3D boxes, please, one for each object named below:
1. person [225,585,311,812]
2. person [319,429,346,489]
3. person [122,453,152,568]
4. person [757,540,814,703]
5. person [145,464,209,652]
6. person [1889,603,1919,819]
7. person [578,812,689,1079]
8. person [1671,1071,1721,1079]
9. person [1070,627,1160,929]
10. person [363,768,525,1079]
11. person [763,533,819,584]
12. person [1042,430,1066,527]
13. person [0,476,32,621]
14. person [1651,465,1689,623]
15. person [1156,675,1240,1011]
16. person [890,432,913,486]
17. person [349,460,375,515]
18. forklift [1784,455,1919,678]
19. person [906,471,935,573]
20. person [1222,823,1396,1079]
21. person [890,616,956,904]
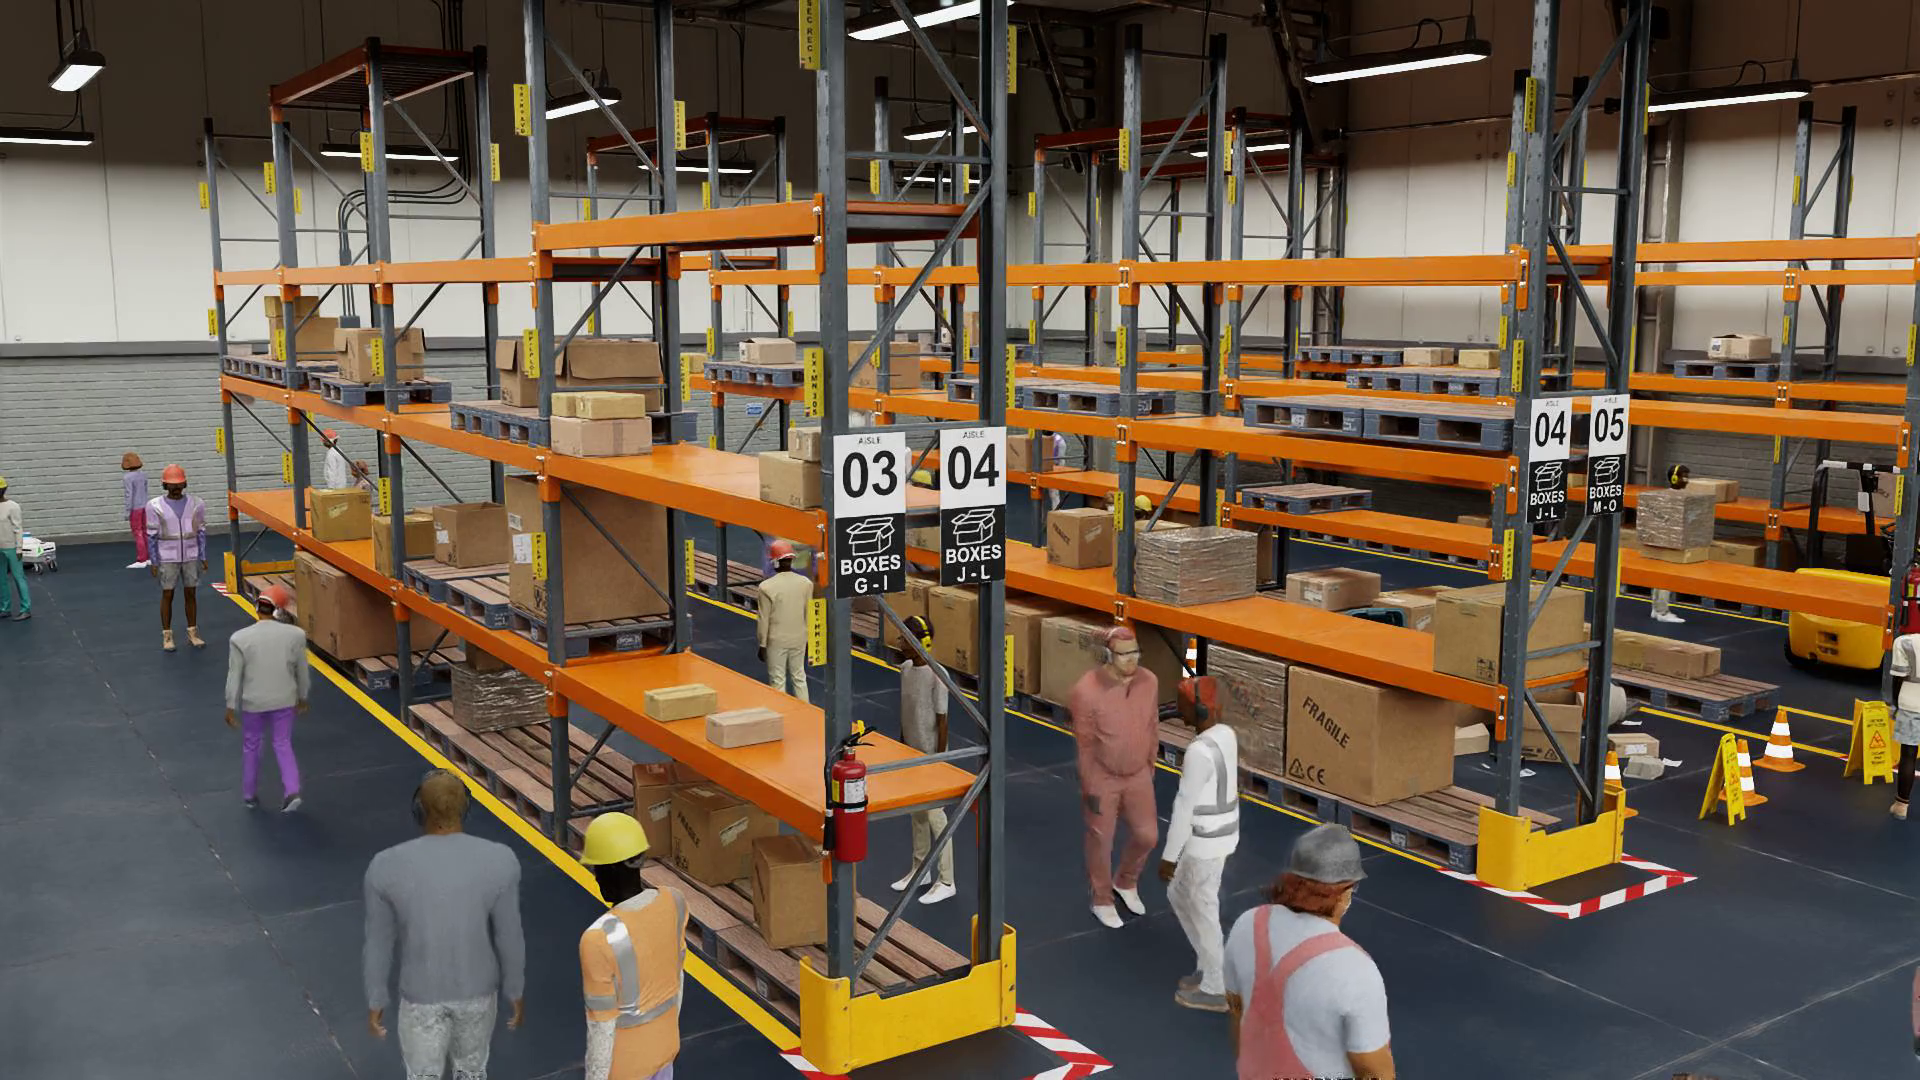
[{"bbox_3d":[-5.193,1.200,12.509,0.623,1.701,0.700,-6,10,-34],"label":"person"},{"bbox_3d":[-9.870,-0.880,26.212,0.355,1.743,0.576,-1,9,-7],"label":"person"},{"bbox_3d":[-11.639,-0.419,23.503,0.281,1.633,0.501,1,9,5],"label":"person"},{"bbox_3d":[-1.546,0.864,14.608,0.557,1.744,0.358,-7,11,-40],"label":"person"},{"bbox_3d":[-8.495,0.187,18.108,0.609,2.043,0.397,-7,11,-40],"label":"person"},{"bbox_3d":[7.131,1.239,12.248,0.533,1.698,0.318,4,9,24],"label":"person"},{"bbox_3d":[-1.288,1.993,6.482,0.371,1.923,0.586,4,9,24],"label":"person"},{"bbox_3d":[2.051,2.344,4.471,0.602,1.822,0.445,-2,9,-11],"label":"person"},{"bbox_3d":[0.975,1.452,10.195,0.648,1.890,0.421,-4,9,-24],"label":"person"},{"bbox_3d":[-2.154,1.924,6.987,0.656,1.915,0.688,-3,9,-16],"label":"person"},{"bbox_3d":[-1.823,0.303,17.877,0.613,1.891,0.726,-2,9,-14],"label":"person"},{"bbox_3d":[1.434,-1.076,27.233,0.630,1.837,0.429,7,11,39],"label":"person"},{"bbox_3d":[-11.318,0.097,19.676,0.524,1.759,0.366,2,9,14],"label":"person"},{"bbox_3d":[8.420,0.038,19.693,0.332,1.866,0.514,1,9,9],"label":"person"},{"bbox_3d":[1.291,1.642,9.024,0.467,1.863,0.575,3,9,21],"label":"person"},{"bbox_3d":[-0.970,-0.790,25.170,0.575,1.880,0.358,4,10,26],"label":"person"},{"bbox_3d":[-8.068,-0.270,22.489,0.310,1.640,0.514,-6,11,-37],"label":"person"},{"bbox_3d":[9.643,0.253,17.172,2.313,2.155,1.214,-6,10,-33],"label":"forklift"},{"bbox_3d":[-0.507,0.022,20.270,0.561,1.759,0.627,-6,10,-35],"label":"person"},{"bbox_3d":[1.327,2.000,6.043,0.573,2.000,0.713,-5,10,-32],"label":"person"},{"bbox_3d":[-0.240,1.397,10.690,0.327,1.860,0.501,-6,11,-36],"label":"person"}]
